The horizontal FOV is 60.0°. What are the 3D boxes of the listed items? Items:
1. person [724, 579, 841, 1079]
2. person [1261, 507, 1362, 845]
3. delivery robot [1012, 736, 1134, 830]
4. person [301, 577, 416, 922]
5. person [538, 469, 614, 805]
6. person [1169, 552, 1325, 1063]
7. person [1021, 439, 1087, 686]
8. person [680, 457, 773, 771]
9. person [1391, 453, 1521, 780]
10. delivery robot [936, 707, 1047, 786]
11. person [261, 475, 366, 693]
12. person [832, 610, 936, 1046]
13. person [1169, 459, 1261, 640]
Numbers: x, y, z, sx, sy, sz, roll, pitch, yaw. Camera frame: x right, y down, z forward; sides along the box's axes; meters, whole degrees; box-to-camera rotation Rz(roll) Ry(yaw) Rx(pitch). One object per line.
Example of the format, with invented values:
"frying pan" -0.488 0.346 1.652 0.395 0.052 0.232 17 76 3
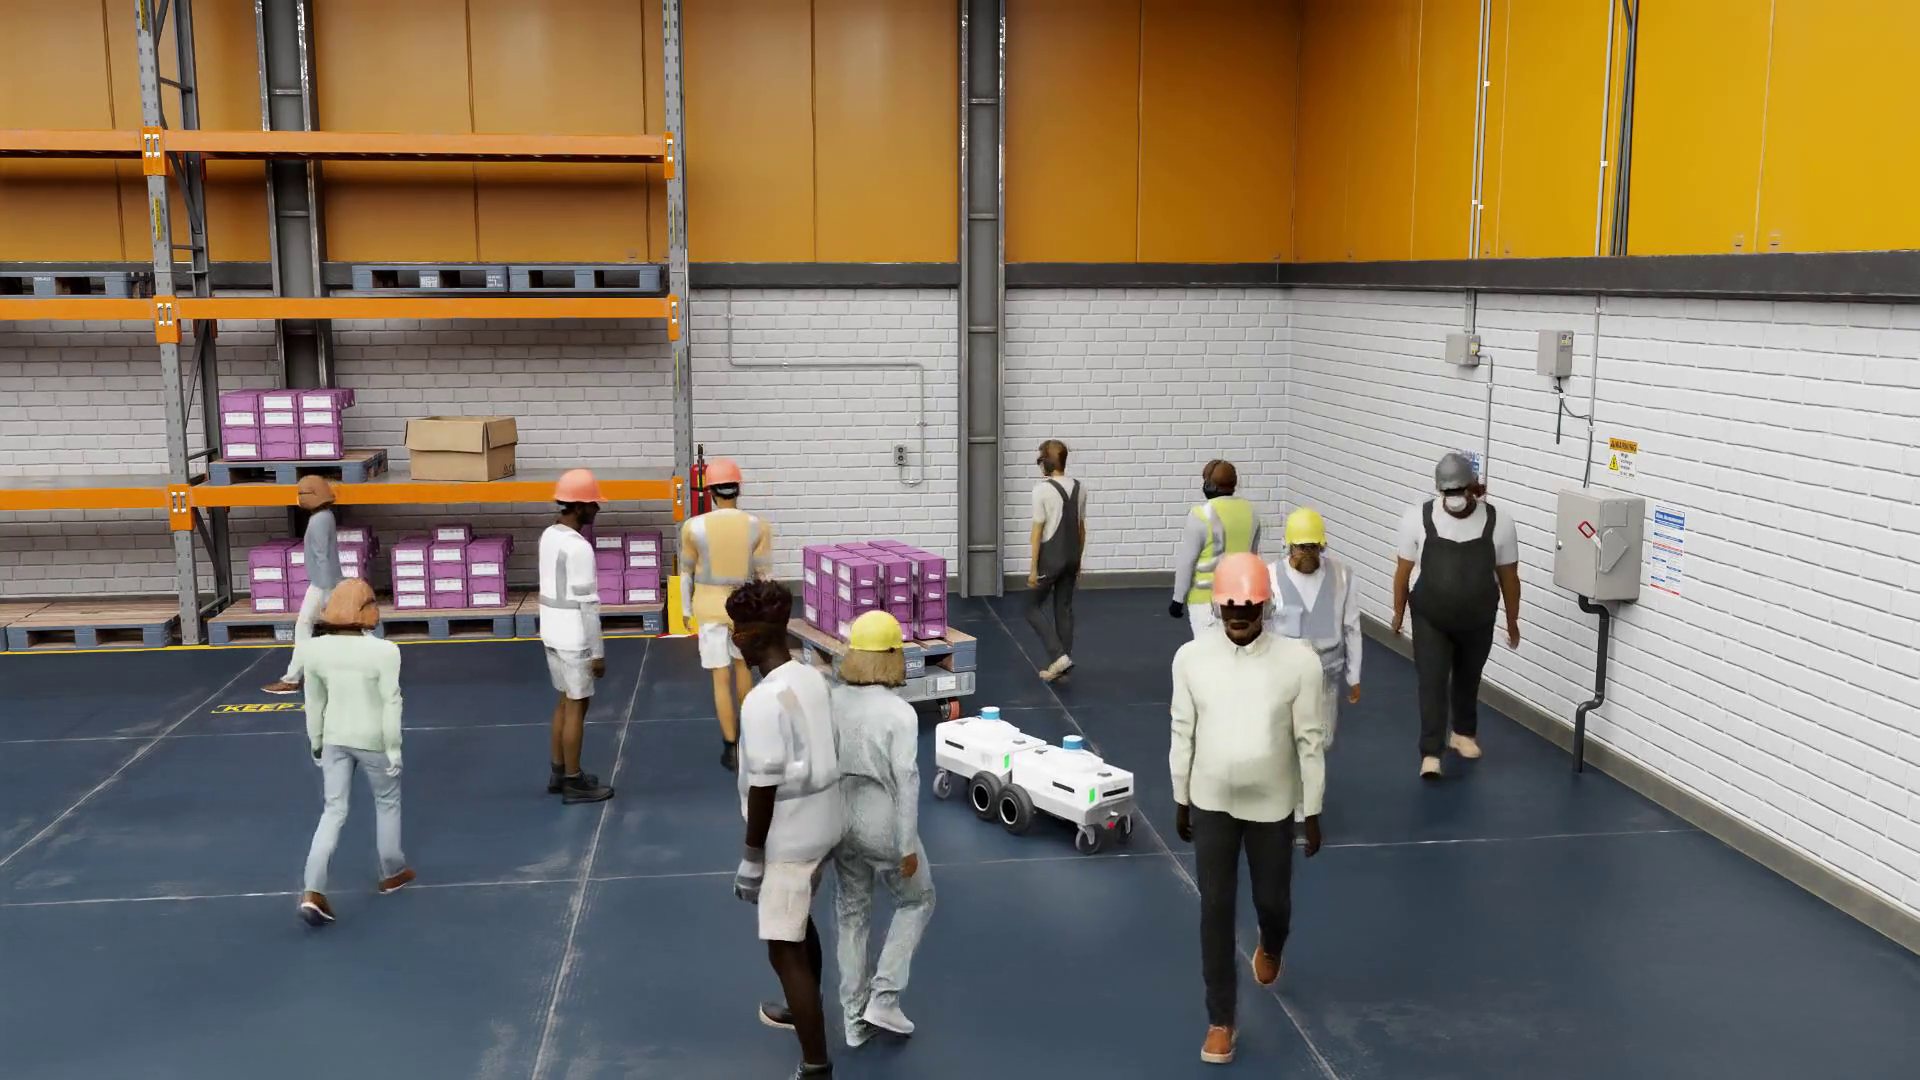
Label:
"person" -0.633 1.091 6.261 0.561 1.913 0.796 2 9 14
"person" 1.854 0.690 9.060 0.606 1.802 0.758 0 9 0
"delivery robot" 0.601 1.291 8.893 0.477 0.478 0.707 -7 11 -36
"person" -2.890 0.978 7.883 0.507 1.605 0.795 1 9 8
"person" -2.198 0.554 9.511 0.380 1.934 0.563 -6 11 -35
"person" 1.134 1.002 6.580 0.624 1.977 0.767 3 10 19
"person" 0.694 0.175 12.181 0.534 1.829 0.413 -7 11 -37
"person" -1.465 0.433 10.342 0.540 1.897 0.811 -3 10 -18
"person" 3.016 0.407 10.081 0.749 2.000 1.041 2 9 10
"delivery robot" 0.174 1.196 9.489 0.477 0.478 0.707 -7 11 -36
"person" -4.611 0.316 12.050 0.850 1.587 0.517 -2 9 -11
"person" -0.334 1.131 6.527 0.501 1.721 0.402 6 11 34
"person" 1.739 0.370 11.047 0.625 1.813 0.862 -8 12 -42
